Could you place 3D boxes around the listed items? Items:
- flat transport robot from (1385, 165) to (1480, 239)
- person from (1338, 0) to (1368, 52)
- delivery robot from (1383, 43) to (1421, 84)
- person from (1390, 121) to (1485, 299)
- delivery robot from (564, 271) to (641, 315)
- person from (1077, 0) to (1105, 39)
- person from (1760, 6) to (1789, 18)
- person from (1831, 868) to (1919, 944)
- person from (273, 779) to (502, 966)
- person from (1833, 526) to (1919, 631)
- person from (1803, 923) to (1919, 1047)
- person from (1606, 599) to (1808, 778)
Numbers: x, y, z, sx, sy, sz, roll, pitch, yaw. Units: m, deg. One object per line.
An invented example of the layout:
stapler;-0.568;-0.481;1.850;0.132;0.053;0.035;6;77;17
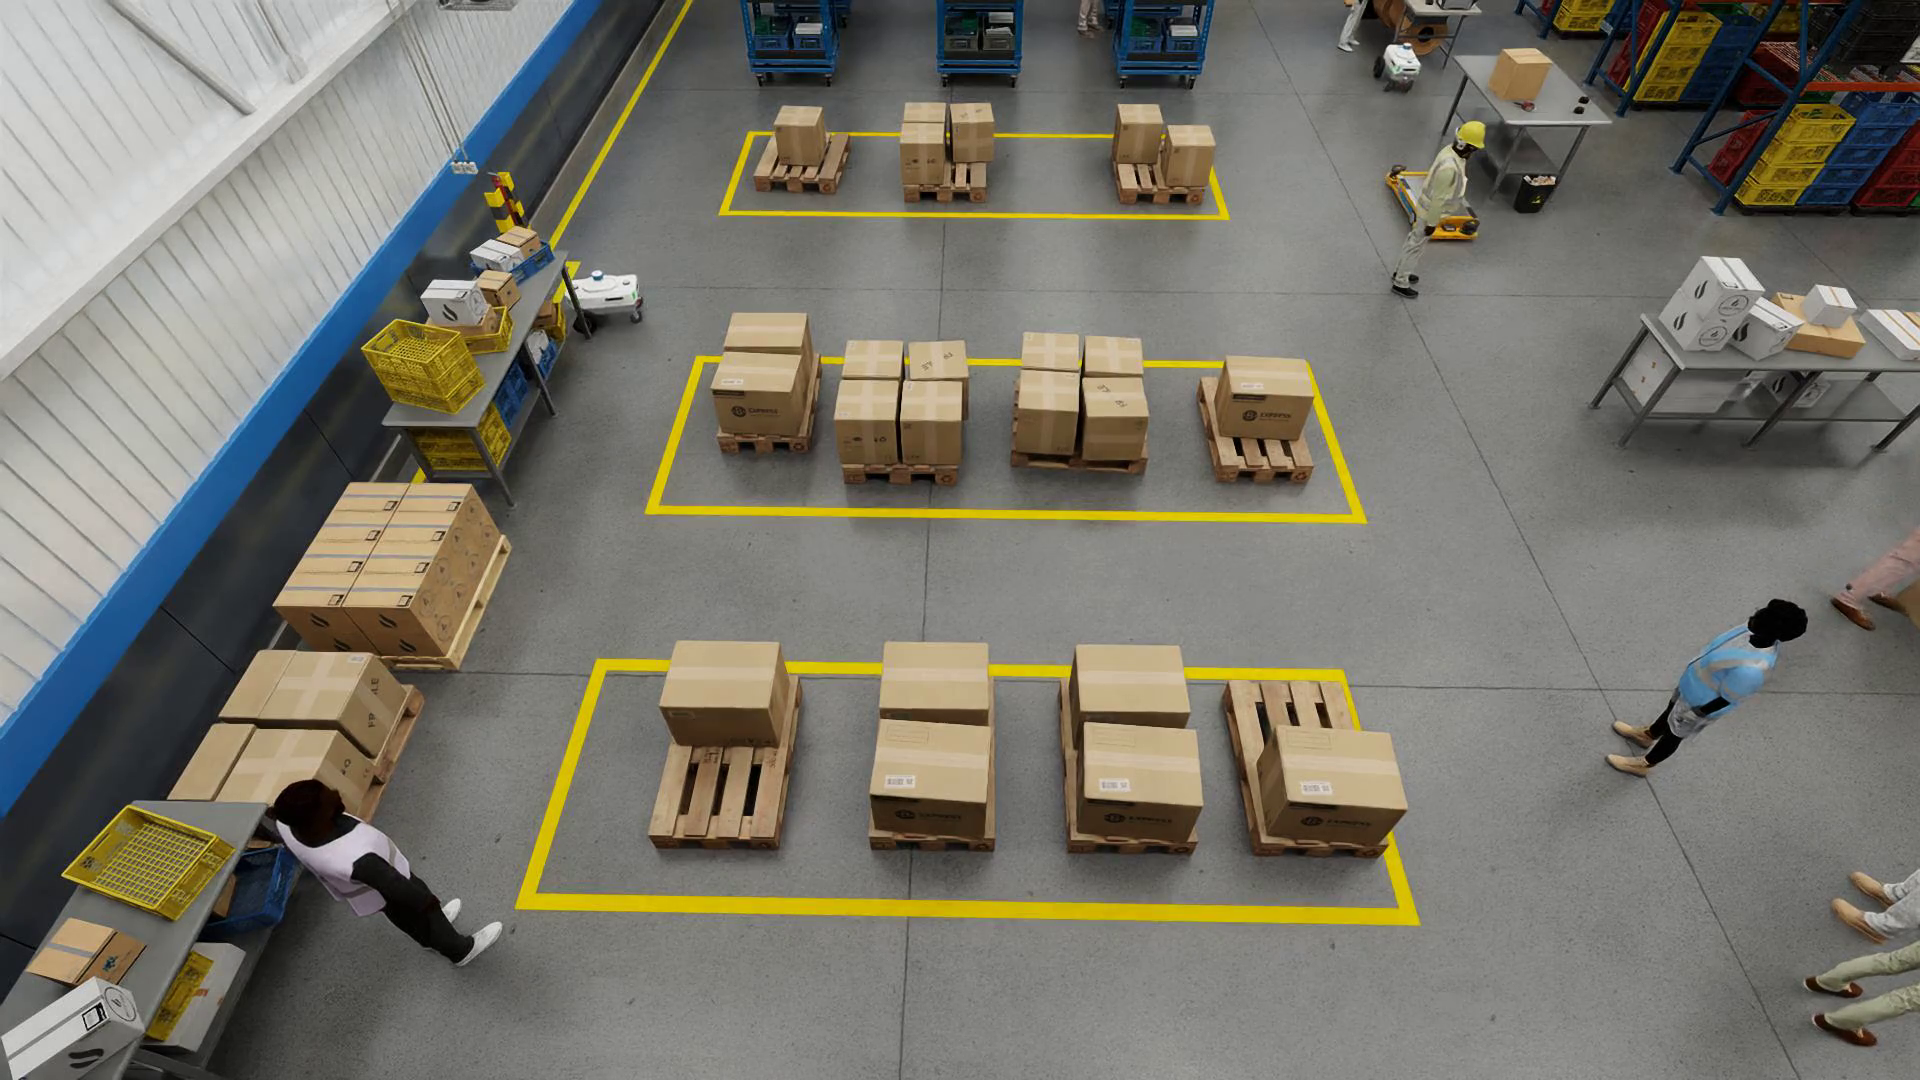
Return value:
flat transport robot;5.692;-4.094;11.059;0.652;0.197;1.431;1;49;1
person;6.095;-8.257;13.769;0.315;1.632;0.518;27;54;22
delivery robot;6.389;-6.916;13.255;0.477;0.478;0.707;1;49;1
person;4.893;-3.398;9.438;0.404;1.822;0.587;18;52;15
delivery robot;-3.682;-2.548;9.474;0.707;0.478;0.477;-7;49;-6
person;2.104;-8.755;13.968;0.401;1.986;0.612;31;56;24
person;13.444;-9.277;14.492;0.430;1.871;0.594;37;58;27
person;5.641;1.698;5.024;0.619;1.836;0.431;-32;56;-25
person;-3.073;1.806;4.870;0.598;1.917;0.375;21;52;17
person;7.126;-0.098;6.527;0.651;1.905;0.403;-34;57;-26
person;5.086;2.140;4.625;0.347;1.857;0.514;9;50;7
person;4.672;0.941;5.764;0.316;1.696;0.540;27;54;22
